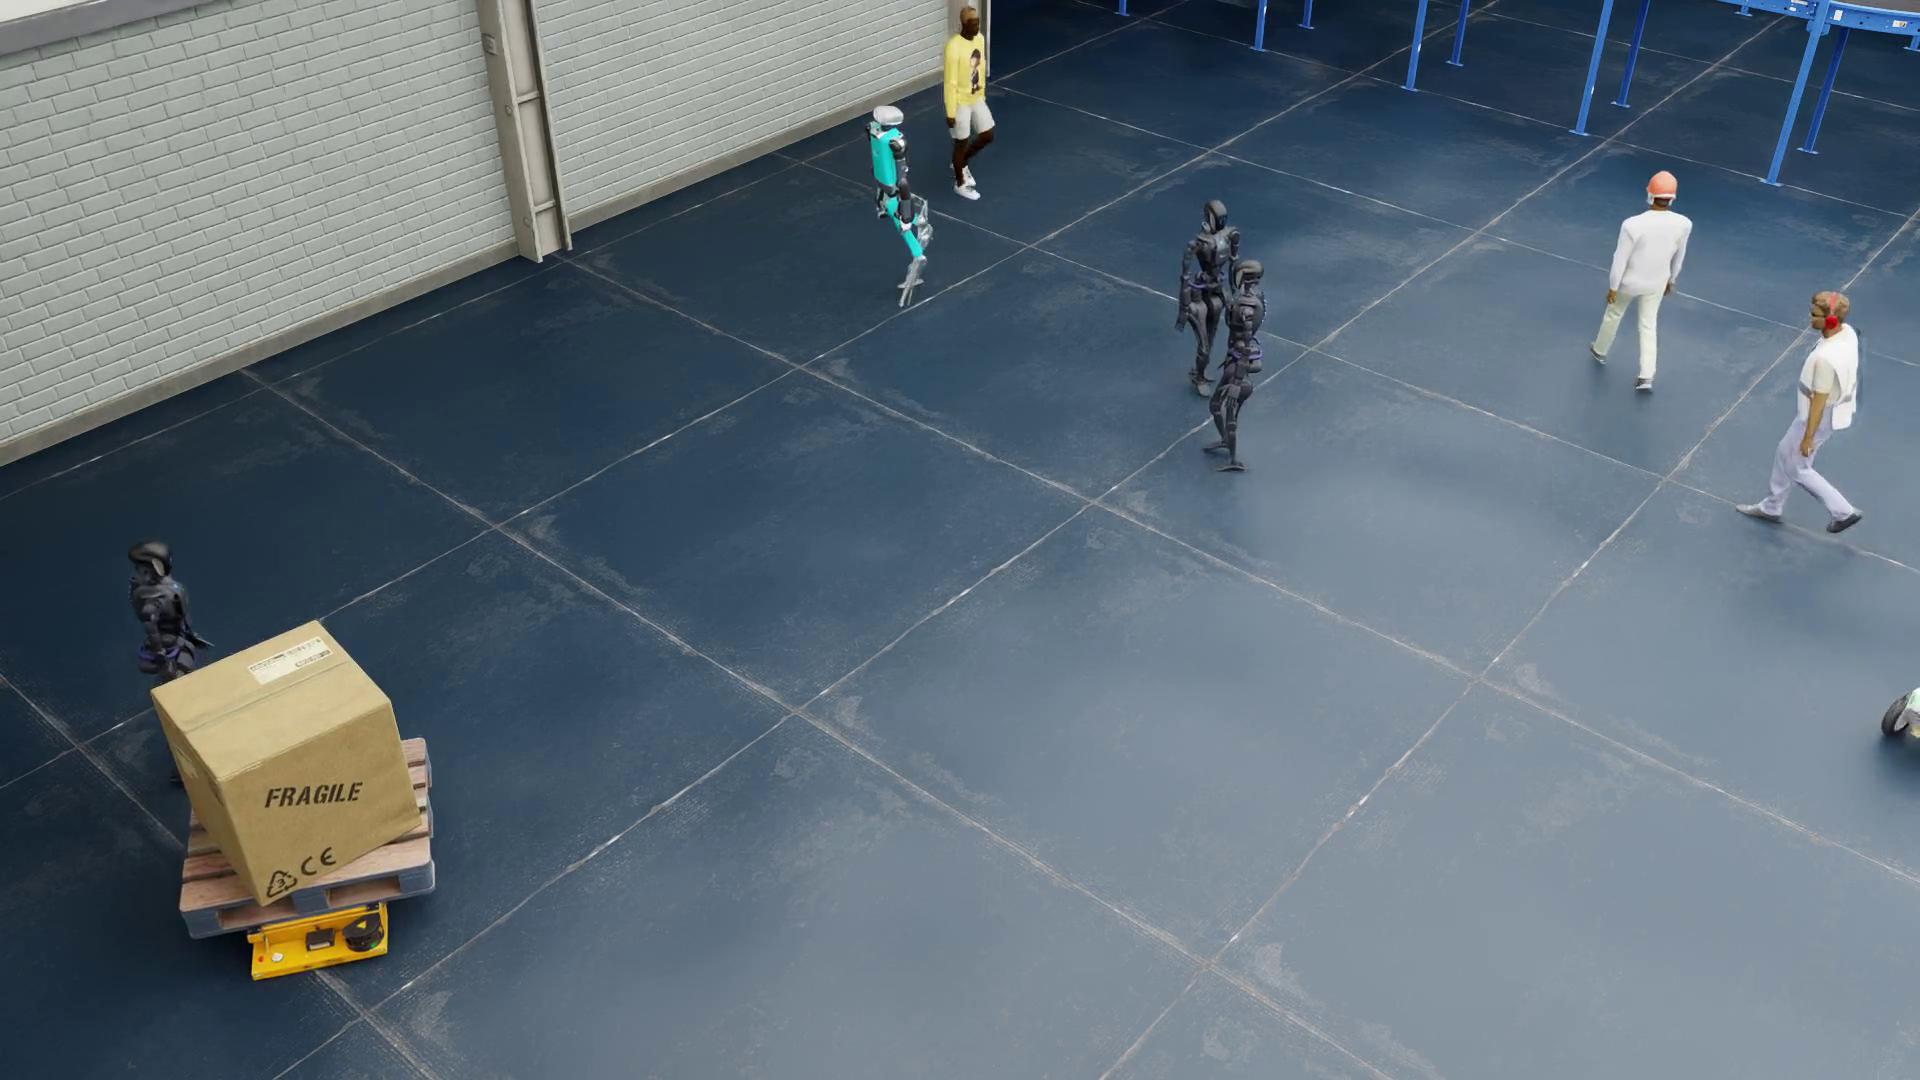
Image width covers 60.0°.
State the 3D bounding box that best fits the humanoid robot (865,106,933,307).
[{"bbox_3d":[-0.401,-2.843,14.160,0.748,1.829,0.535,-20,40,-26],"label":"humanoid robot"}]

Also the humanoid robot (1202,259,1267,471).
[{"bbox_3d":[1.989,-1.229,11.899,0.311,1.657,0.609,2,35,2],"label":"humanoid robot"}]

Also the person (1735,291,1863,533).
[{"bbox_3d":[5.853,-0.808,11.206,0.682,1.805,0.574,19,40,25],"label":"person"}]

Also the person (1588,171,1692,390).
[{"bbox_3d":[5.353,-2.039,13.003,0.577,1.713,0.869,-1,35,-2],"label":"person"}]

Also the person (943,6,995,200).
[{"bbox_3d":[0.067,-4.151,15.823,0.451,1.881,0.577,27,43,32],"label":"person"}]

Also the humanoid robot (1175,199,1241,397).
[{"bbox_3d":[1.908,-1.885,12.827,0.602,1.647,0.378,-21,40,-26],"label":"humanoid robot"}]

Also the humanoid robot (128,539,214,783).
[{"bbox_3d":[-4.391,0.668,9.251,0.409,1.647,0.598,-7,36,-9],"label":"humanoid robot"}]

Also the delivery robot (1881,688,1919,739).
[{"bbox_3d":[5.879,0.986,9.766,0.807,0.606,0.499,-20,40,-25],"label":"delivery robot"}]

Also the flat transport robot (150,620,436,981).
[{"bbox_3d":[-3.442,1.720,8.973,0.659,0.231,1.431,-9,37,-13],"label":"flat transport robot"}]
